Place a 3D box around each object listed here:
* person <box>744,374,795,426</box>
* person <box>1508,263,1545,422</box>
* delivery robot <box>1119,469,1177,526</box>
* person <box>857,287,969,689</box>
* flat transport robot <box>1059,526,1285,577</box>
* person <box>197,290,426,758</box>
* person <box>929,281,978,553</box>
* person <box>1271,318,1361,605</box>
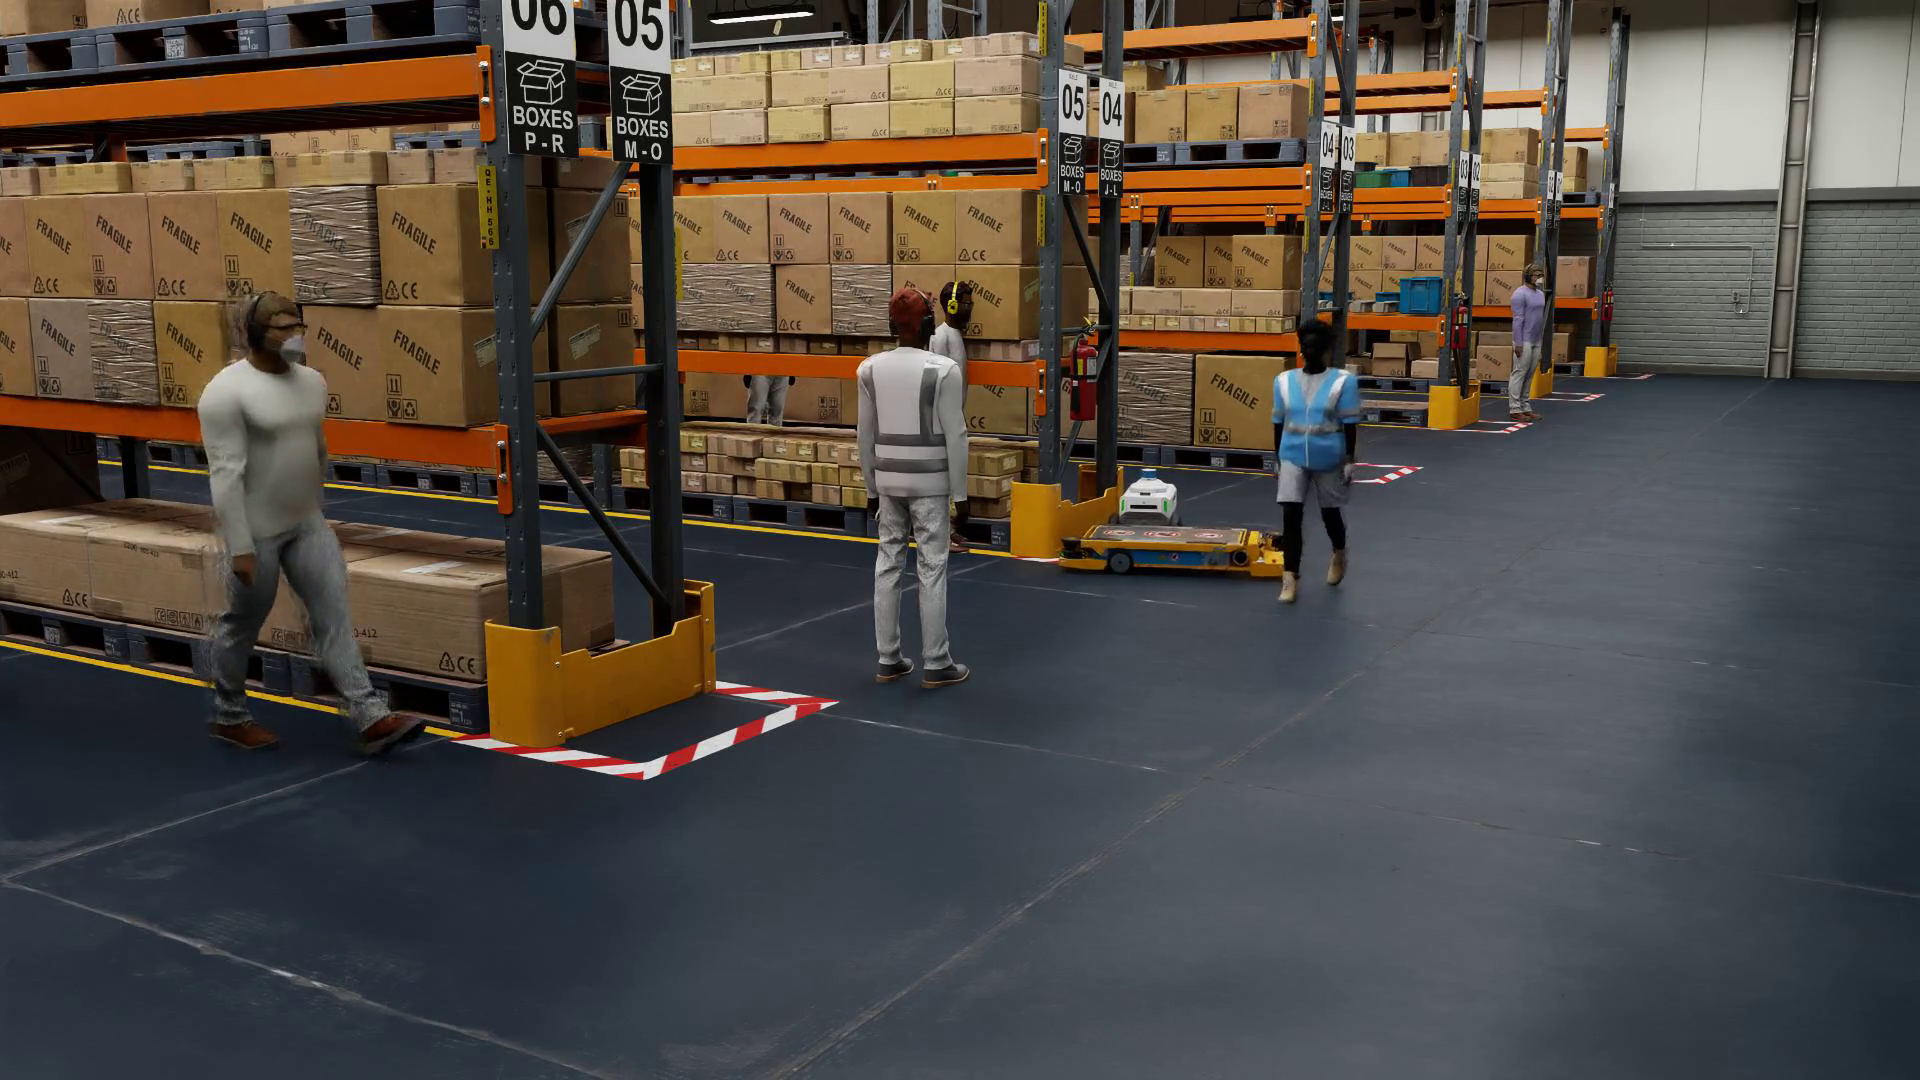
[{"bbox_3d":[-1.860,-1.648,16.227,0.625,1.839,0.430,-9,13,-42],"label":"person"},{"bbox_3d":[7.003,-2.429,20.502,0.369,1.939,0.631,9,13,43],"label":"person"},{"bbox_3d":[1.308,-0.250,11.520,0.477,0.478,0.707,2,10,12],"label":"delivery robot"},{"bbox_3d":[-0.211,-0.239,7.841,0.574,1.885,0.356,5,11,28],"label":"person"},{"bbox_3d":[1.399,0.057,10.824,1.431,0.197,0.652,2,10,12],"label":"flat transport robot"},{"bbox_3d":[-2.664,-0.036,6.633,1.029,1.882,0.651,4,11,24],"label":"person"},{"bbox_3d":[-0.057,-0.839,11.437,0.326,1.860,0.515,2,10,13],"label":"person"},{"bbox_3d":[2.123,-0.486,9.918,0.543,1.677,0.760,5,11,25],"label":"person"}]
